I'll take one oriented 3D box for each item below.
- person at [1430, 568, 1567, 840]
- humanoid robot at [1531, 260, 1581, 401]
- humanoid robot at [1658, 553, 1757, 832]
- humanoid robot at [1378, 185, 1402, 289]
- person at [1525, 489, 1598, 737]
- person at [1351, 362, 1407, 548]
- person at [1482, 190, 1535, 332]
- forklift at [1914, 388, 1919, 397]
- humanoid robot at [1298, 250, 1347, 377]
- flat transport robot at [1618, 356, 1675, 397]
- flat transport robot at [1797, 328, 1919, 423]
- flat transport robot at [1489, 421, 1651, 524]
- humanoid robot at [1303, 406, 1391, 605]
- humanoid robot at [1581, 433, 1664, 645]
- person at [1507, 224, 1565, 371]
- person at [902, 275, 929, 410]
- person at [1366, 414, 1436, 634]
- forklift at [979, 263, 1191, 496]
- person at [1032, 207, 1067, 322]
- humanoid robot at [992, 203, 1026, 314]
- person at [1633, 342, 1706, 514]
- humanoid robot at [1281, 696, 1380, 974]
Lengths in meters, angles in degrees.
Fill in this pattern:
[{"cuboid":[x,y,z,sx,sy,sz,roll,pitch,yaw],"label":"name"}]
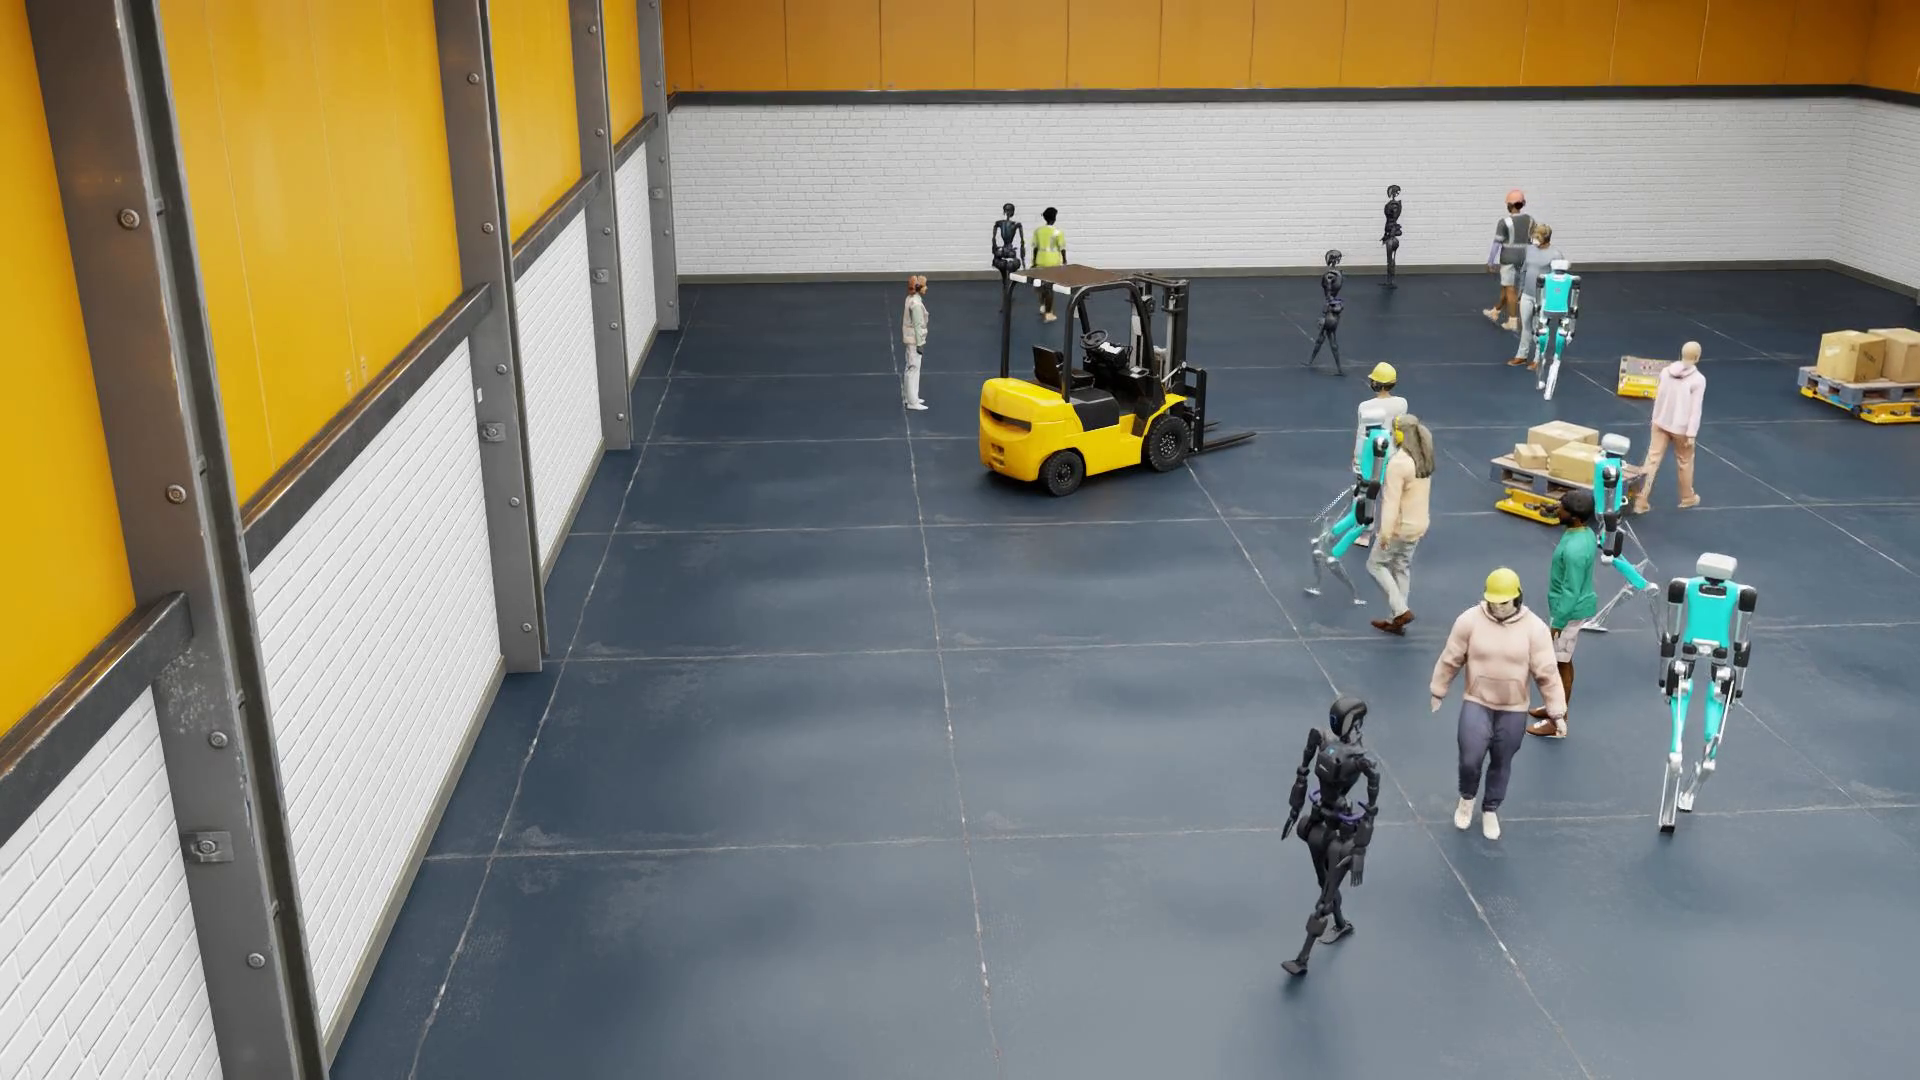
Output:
[{"cuboid":[3.400,1.035,10.526,0.823,1.847,0.500,6,21,15],"label":"person"},{"cuboid":[7.392,-2.618,20.751,0.535,1.866,0.802,7,21,18],"label":"humanoid robot"},{"cuboid":[4.745,1.067,10.714,0.547,1.856,0.835,9,22,23],"label":"humanoid robot"},{"cuboid":[6.994,-4.926,26.984,0.315,1.657,0.599,2,20,4],"label":"humanoid robot"},{"cuboid":[4.343,0.523,11.907,0.397,1.852,0.494,9,22,23],"label":"person"},{"cuboid":[3.923,-0.799,15.627,0.531,1.770,0.302,-8,21,-20],"label":"person"},{"cuboid":[7.946,-4.103,24.284,0.638,2.004,0.952,-9,22,-23],"label":"person"},{"cuboid":[12.602,-2.435,19.475,2.313,2.155,1.214,-1,20,-4],"label":"forklift"},{"cuboid":[4.766,-2.962,21.682,0.688,1.638,0.590,7,21,19],"label":"humanoid robot"},{"cuboid":[8.798,-2.083,21.304,0.659,0.231,1.431,8,22,20],"label":"flat transport robot"},{"cuboid":[11.008,-1.699,20.255,0.659,0.231,1.431,-3,20,-9],"label":"flat transport robot"},{"cuboid":[6.147,-0.452,16.858,1.431,0.231,0.659,-15,25,-35],"label":"flat transport robot"},{"cuboid":[3.220,-0.250,14.266,0.815,1.844,0.530,2,20,6],"label":"humanoid robot"},{"cuboid":[5.514,0.042,13.455,0.921,1.814,0.574,5,21,13],"label":"humanoid robot"},{"cuboid":[7.615,-3.205,21.947,0.373,1.935,0.627,-11,23,-28],"label":"person"},{"cuboid":[-0.542,-2.399,20.186,0.315,1.632,0.517,-4,21,-10],"label":"person"},{"cuboid":[3.609,-0.115,13.640,0.594,1.853,0.417,-18,27,-39],"label":"person"},{"cuboid":[1.315,-1.764,17.646,2.313,2.155,1.214,-14,24,-33],"label":"forklift"},{"cuboid":[1.331,-4.106,24.754,0.560,1.676,0.456,16,26,37],"label":"person"},{"cuboid":[0.770,-4.326,25.401,0.609,1.630,0.725,12,23,29],"label":"humanoid robot"},{"cuboid":[7.116,-1.117,16.558,0.869,1.744,0.549,-15,25,-36],"label":"person"},{"cuboid":[2.021,1.612,9.237,0.751,1.626,0.599,-14,24,-34],"label":"humanoid robot"}]
